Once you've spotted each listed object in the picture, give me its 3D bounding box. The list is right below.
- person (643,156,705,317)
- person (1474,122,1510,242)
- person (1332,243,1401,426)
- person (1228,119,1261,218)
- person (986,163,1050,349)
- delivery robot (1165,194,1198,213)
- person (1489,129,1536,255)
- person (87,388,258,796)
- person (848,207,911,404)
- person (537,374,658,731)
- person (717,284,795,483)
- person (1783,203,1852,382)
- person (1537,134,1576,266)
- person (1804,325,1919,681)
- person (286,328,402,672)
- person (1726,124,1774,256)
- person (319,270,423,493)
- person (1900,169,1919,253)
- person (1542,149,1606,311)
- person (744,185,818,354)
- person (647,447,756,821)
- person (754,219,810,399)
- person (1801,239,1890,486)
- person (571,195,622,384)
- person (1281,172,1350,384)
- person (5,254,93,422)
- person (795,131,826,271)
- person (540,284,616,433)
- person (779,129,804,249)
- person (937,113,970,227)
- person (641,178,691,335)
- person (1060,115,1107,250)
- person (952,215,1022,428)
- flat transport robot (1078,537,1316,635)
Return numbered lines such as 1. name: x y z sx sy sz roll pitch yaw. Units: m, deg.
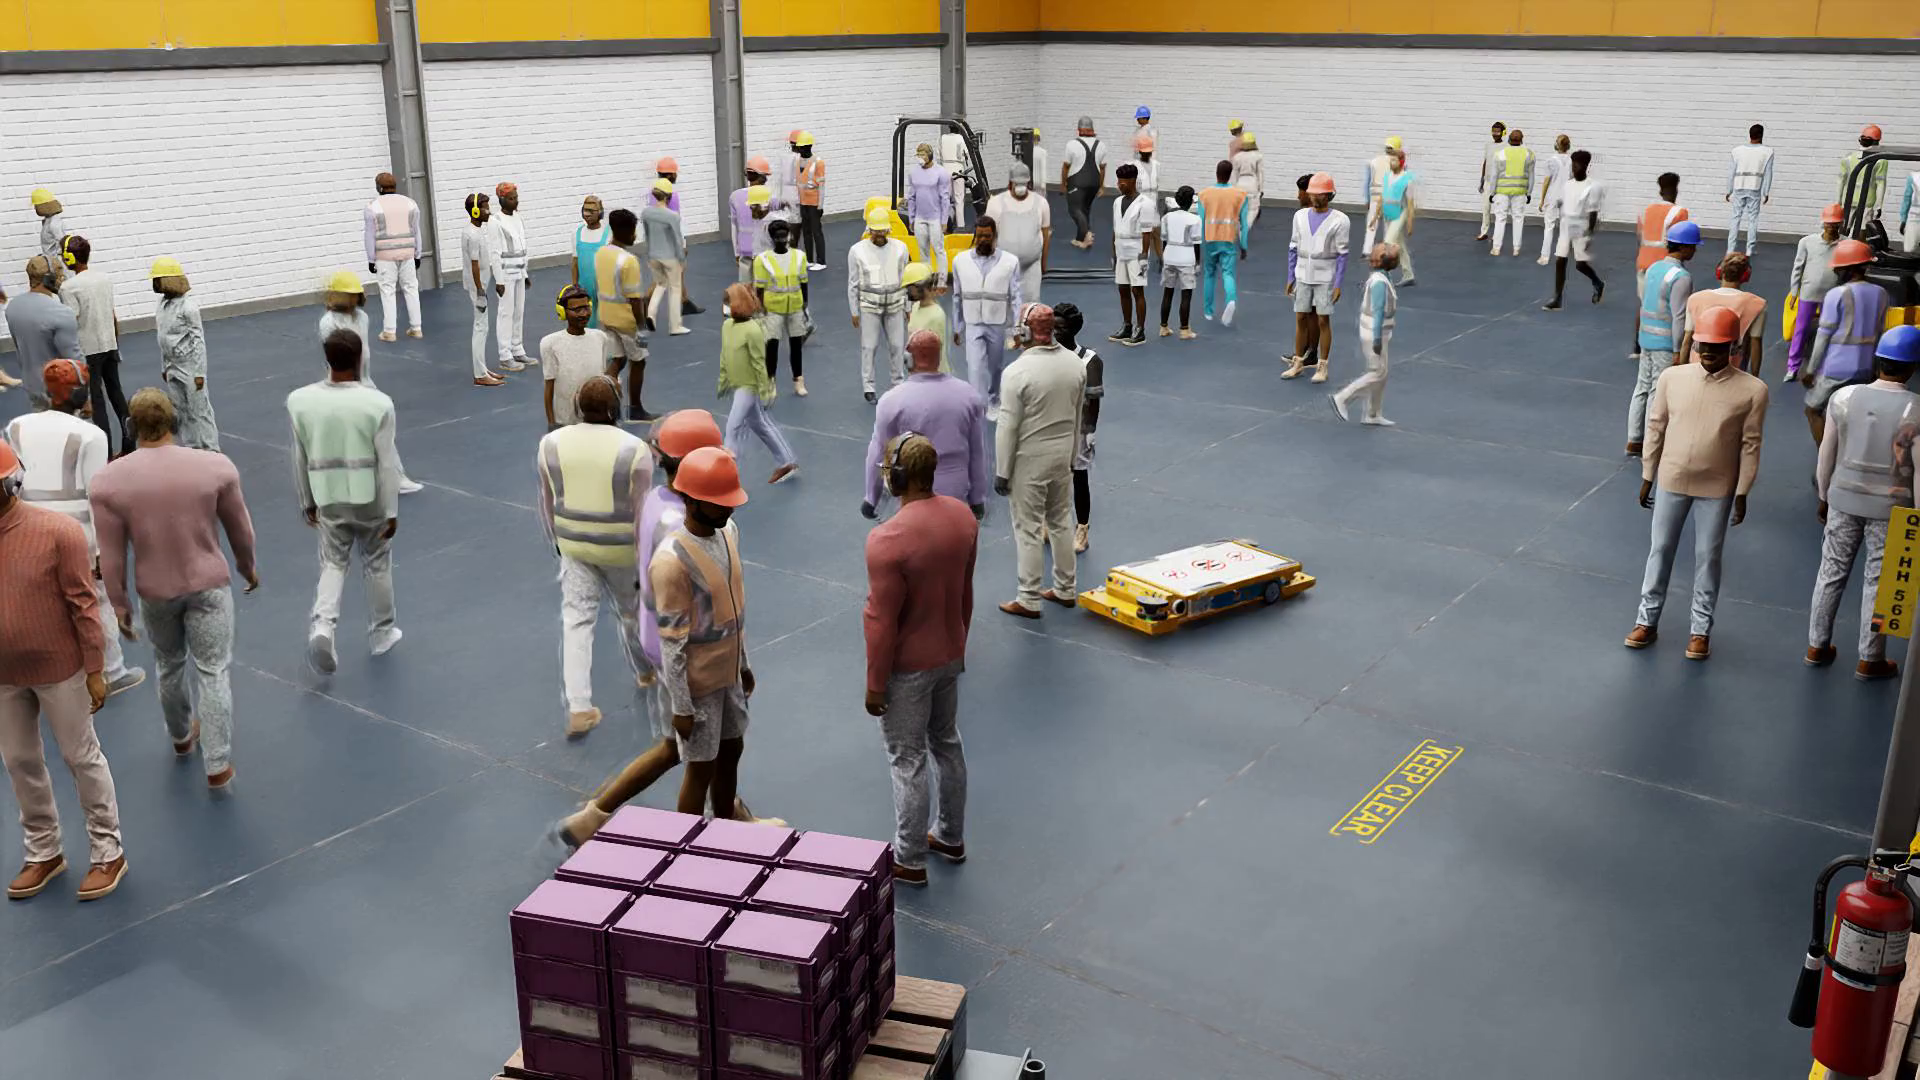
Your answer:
1. person: -3.480 -3.548 19.587 0.931 1.901 0.548 -13 22 -34
2. person: 8.389 -5.621 26.141 0.334 1.858 0.509 -14 22 -37
3. person: 3.577 -1.779 14.490 0.462 1.620 0.531 6 19 18
4. person: 4.932 -6.440 28.922 0.570 1.726 0.721 -14 22 -37
5. person: 0.607 -2.977 17.568 0.686 2.000 0.925 1 18 2
6. delivery robot: 3.907 -5.800 28.649 0.707 0.478 0.477 -2 18 -7
7. person: 8.181 -5.157 24.708 0.634 1.841 0.429 3 18 8
8. person: -3.642 0.220 7.811 0.647 1.907 0.807 -6 19 -17
9. person: -0.733 -2.160 15.379 0.602 1.817 0.403 -5 18 -16
10. person: -1.836 0.035 8.550 0.632 1.795 0.961 2 18 7
11. person: -1.626 -1.146 12.582 0.879 1.595 0.510 -11 21 -31
12. person: 8.394 -2.396 16.215 0.563 1.752 0.329 8 19 23
13. person: 8.523 -4.837 23.707 0.504 1.843 0.345 1 18 2
14. person: 4.952 -0.197 9.021 0.388 1.947 0.611 -14 22 -36
15. person: -3.377 -0.209 9.154 0.596 1.892 0.743 0 18 -1
16. person: 11.680 -5.176 24.651 0.591 1.914 0.383 10 20 28
17. person: -4.454 -1.138 12.353 0.860 1.705 0.488 9 20 26
18. person: 12.216 -4.009 20.998 0.637 1.909 0.596 10 20 29
19. person: 7.508 -3.748 20.139 0.780 1.948 0.615 -9 20 -27
20. person: -1.901 -2.890 17.721 0.798 1.794 0.611 -7 19 -21
21. person: -1.001 0.548 6.744 0.391 1.923 0.549 7 19 20
22. person: -1.668 -2.163 15.597 0.537 1.687 0.319 -9 20 -25
23. person: 6.690 -1.303 12.554 0.590 1.902 0.503 -6 19 -17
24. person: -3.501 -2.387 16.040 0.506 1.847 0.345 3 18 10
25. person: 3.466 -2.554 16.239 0.606 2.046 0.369 13 22 35
26. person: -6.361 -1.046 11.721 0.641 1.927 0.386 9 20 25
27. person: -2.115 -4.737 23.281 0.406 1.918 0.593 -16 23 -40
28. person: -2.456 -0.738 10.840 0.521 1.874 0.327 -17 24 -42
29. person: -2.284 -4.851 23.623 0.615 1.912 0.552 -11 21 -31
30. person: -0.093 -5.939 27.021 0.585 1.925 0.373 9 20 26
31. person: -3.302 -3.151 18.568 0.547 1.751 0.423 9 20 26
32. person: 1.898 -5.436 25.261 0.677 2.000 0.883 -8 19 -24
33. person: 0.237 -1.883 14.421 0.605 1.879 0.976 1 18 3
34. flat transport robot: 1.483 0.260 10.300 1.431 0.197 0.652 -13 22 -36
